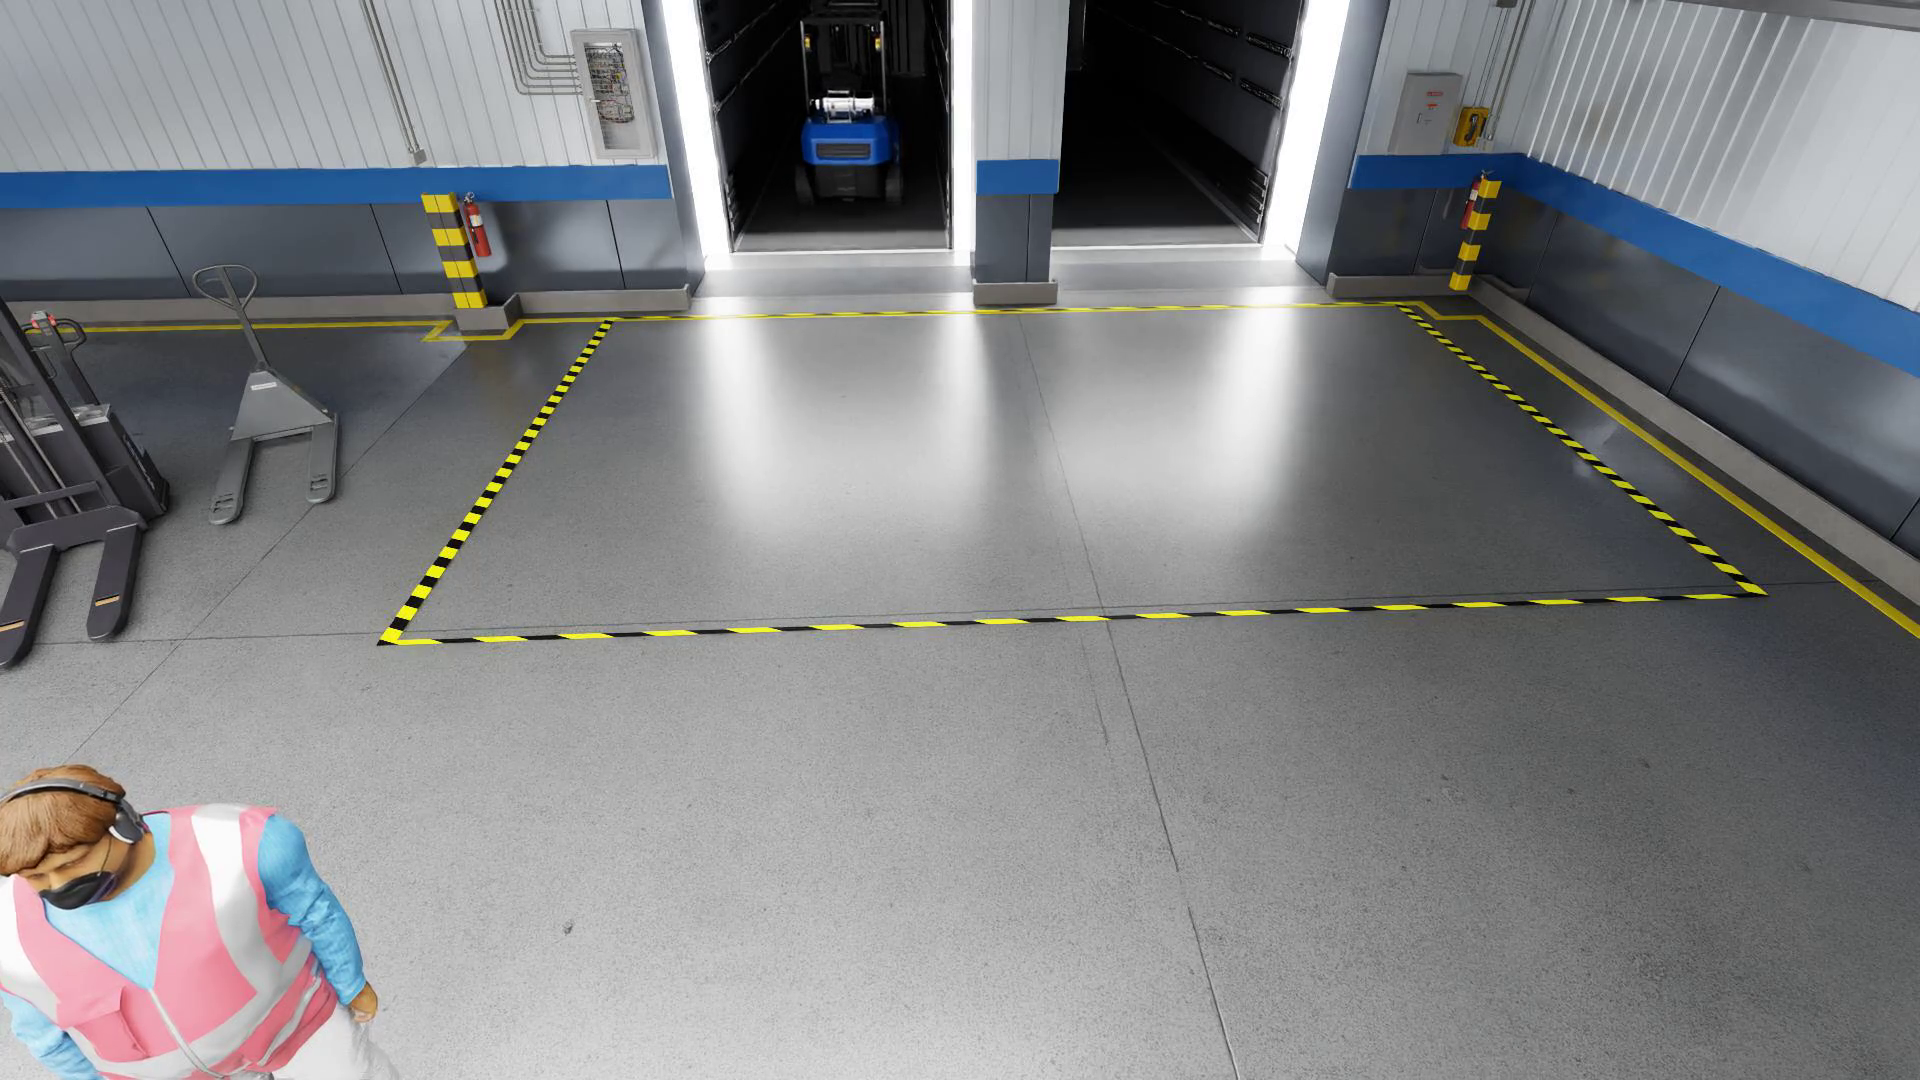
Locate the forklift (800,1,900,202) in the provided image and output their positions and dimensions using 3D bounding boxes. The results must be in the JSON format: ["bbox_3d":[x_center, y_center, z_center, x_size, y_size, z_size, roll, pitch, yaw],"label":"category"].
[{"bbox_3d":[-1.423,-5.806,12.020,1.157,2.036,2.680,0,35,0],"label":"forklift"}]

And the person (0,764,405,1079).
[{"bbox_3d":[-1.838,1.249,2.332,0.625,1.842,0.429,-21,40,-27],"label":"person"}]

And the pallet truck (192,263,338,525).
[{"bbox_3d":[-4.778,-1.027,6.128,0.680,1.201,1.601,-17,38,-23],"label":"pallet truck"}]

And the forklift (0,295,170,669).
[{"bbox_3d":[-5.212,-0.618,4.878,0.823,1.965,1.885,-20,39,-26],"label":"forklift"}]
